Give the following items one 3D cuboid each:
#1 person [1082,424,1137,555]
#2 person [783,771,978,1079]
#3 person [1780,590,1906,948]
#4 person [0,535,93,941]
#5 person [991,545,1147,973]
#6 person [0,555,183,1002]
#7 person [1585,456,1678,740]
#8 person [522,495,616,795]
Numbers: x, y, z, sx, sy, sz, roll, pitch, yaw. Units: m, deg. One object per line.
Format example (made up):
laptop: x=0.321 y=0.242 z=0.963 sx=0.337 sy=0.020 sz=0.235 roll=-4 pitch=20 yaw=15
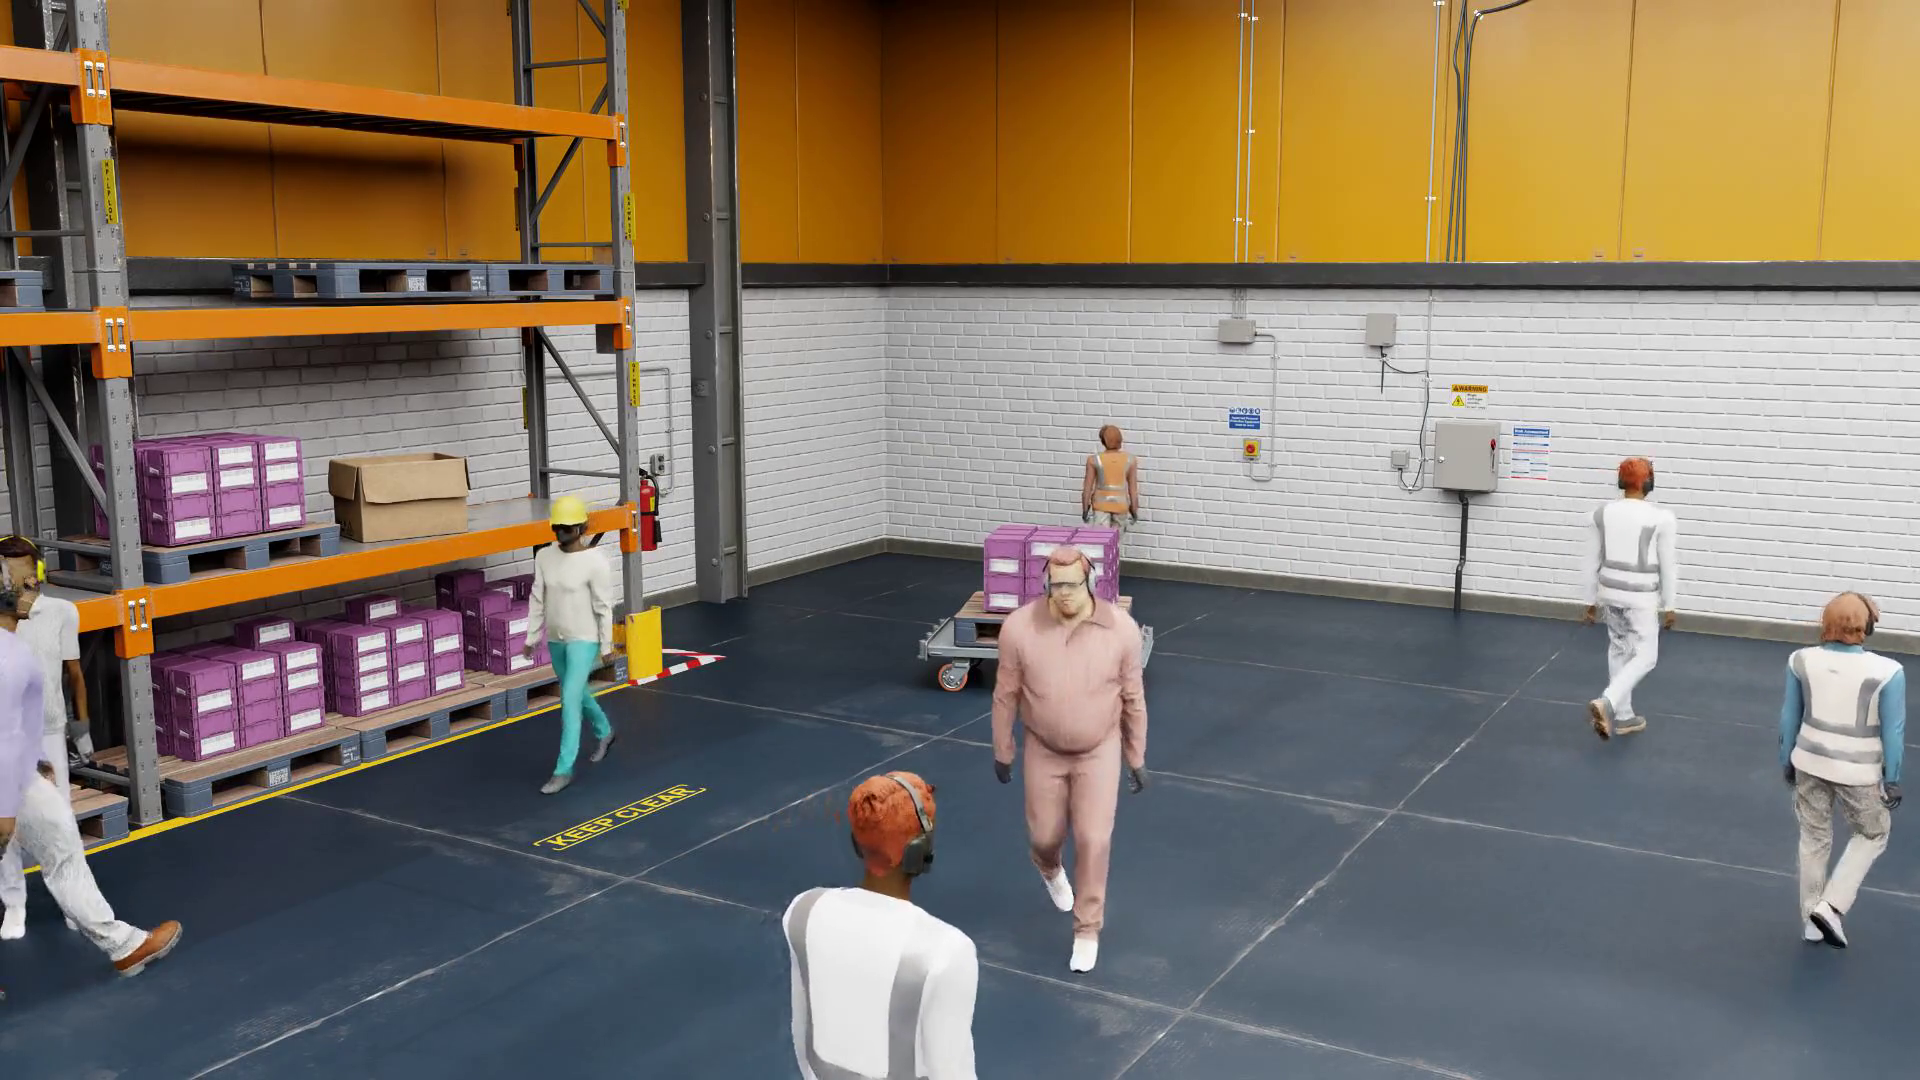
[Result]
person: x=1.425 y=-0.293 z=15.783 sx=0.530 sy=1.615 sz=0.731 roll=-2 pitch=9 yaw=-11
person: x=-0.113 y=1.455 z=4.141 sx=0.606 sy=1.841 sz=0.923 roll=6 pitch=11 yaw=34
person: x=3.923 y=1.035 z=7.427 sx=0.388 sy=1.624 sz=0.540 roll=-7 pitch=12 yaw=-39
person: x=-4.269 y=0.894 z=7.615 sx=0.513 sy=1.861 sz=0.327 roll=-5 pitch=10 yaw=-29
person: x=0.490 y=0.913 z=7.445 sx=0.695 sy=1.876 sz=0.698 roll=1 pitch=9 yaw=6
person: x=-3.881 y=0.990 z=6.930 sx=0.648 sy=1.877 sz=1.033 roll=8 pitch=12 yaw=42
person: x=4.301 y=0.388 z=10.756 sx=0.721 sy=1.867 sz=0.583 roll=-7 pitch=11 yaw=-37
person: x=-2.296 y=0.574 z=9.978 sx=0.520 sy=1.733 sz=0.858 roll=5 pitch=10 yaw=26
